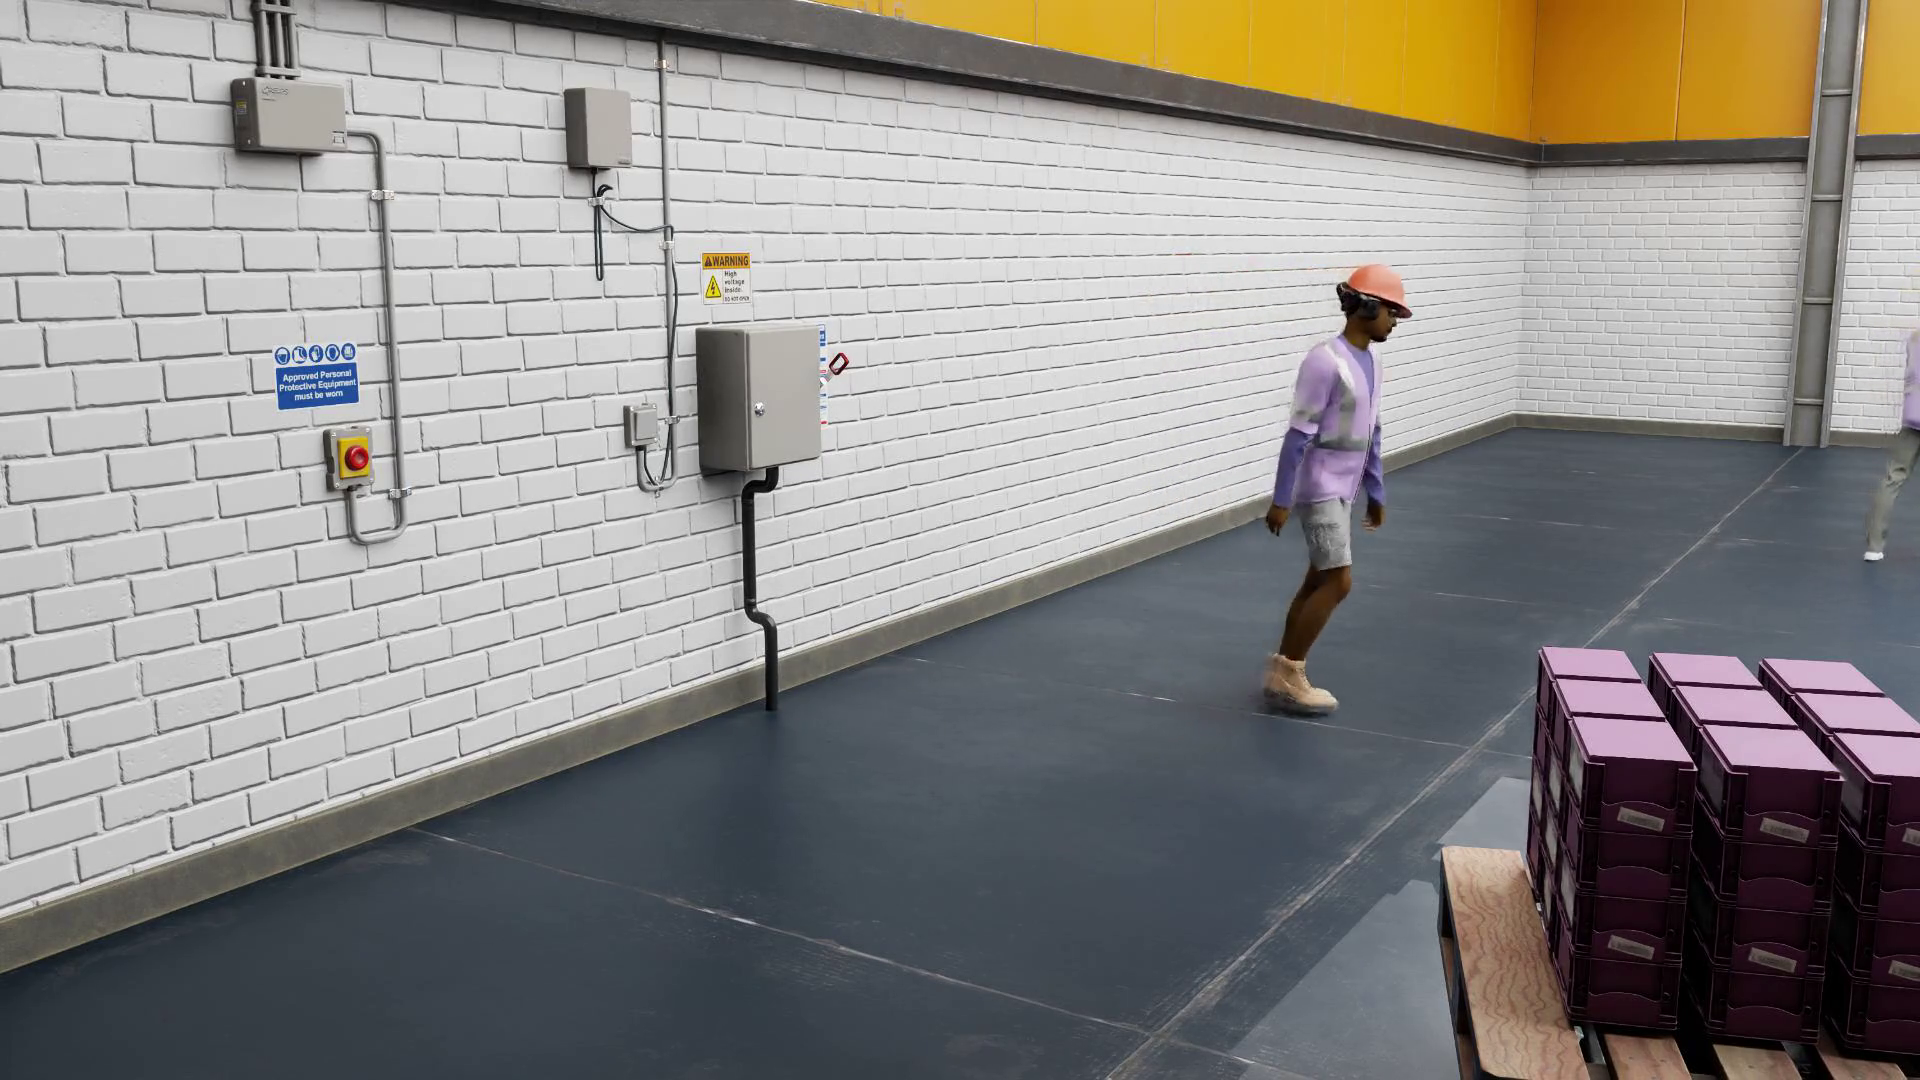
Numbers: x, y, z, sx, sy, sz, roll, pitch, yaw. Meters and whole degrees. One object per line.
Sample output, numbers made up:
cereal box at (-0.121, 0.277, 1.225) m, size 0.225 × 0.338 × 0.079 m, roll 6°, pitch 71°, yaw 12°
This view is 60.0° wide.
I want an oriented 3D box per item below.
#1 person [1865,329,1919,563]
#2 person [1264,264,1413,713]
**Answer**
person at (6.361, -0.754, 10.819) m, size 0.890 × 1.849 × 0.619 m, roll -5°, pitch 12°, yaw -27°
person at (1.657, -0.221, 7.406) m, size 0.613 × 1.995 × 0.624 m, roll 6°, pitch 12°, yaw 31°
